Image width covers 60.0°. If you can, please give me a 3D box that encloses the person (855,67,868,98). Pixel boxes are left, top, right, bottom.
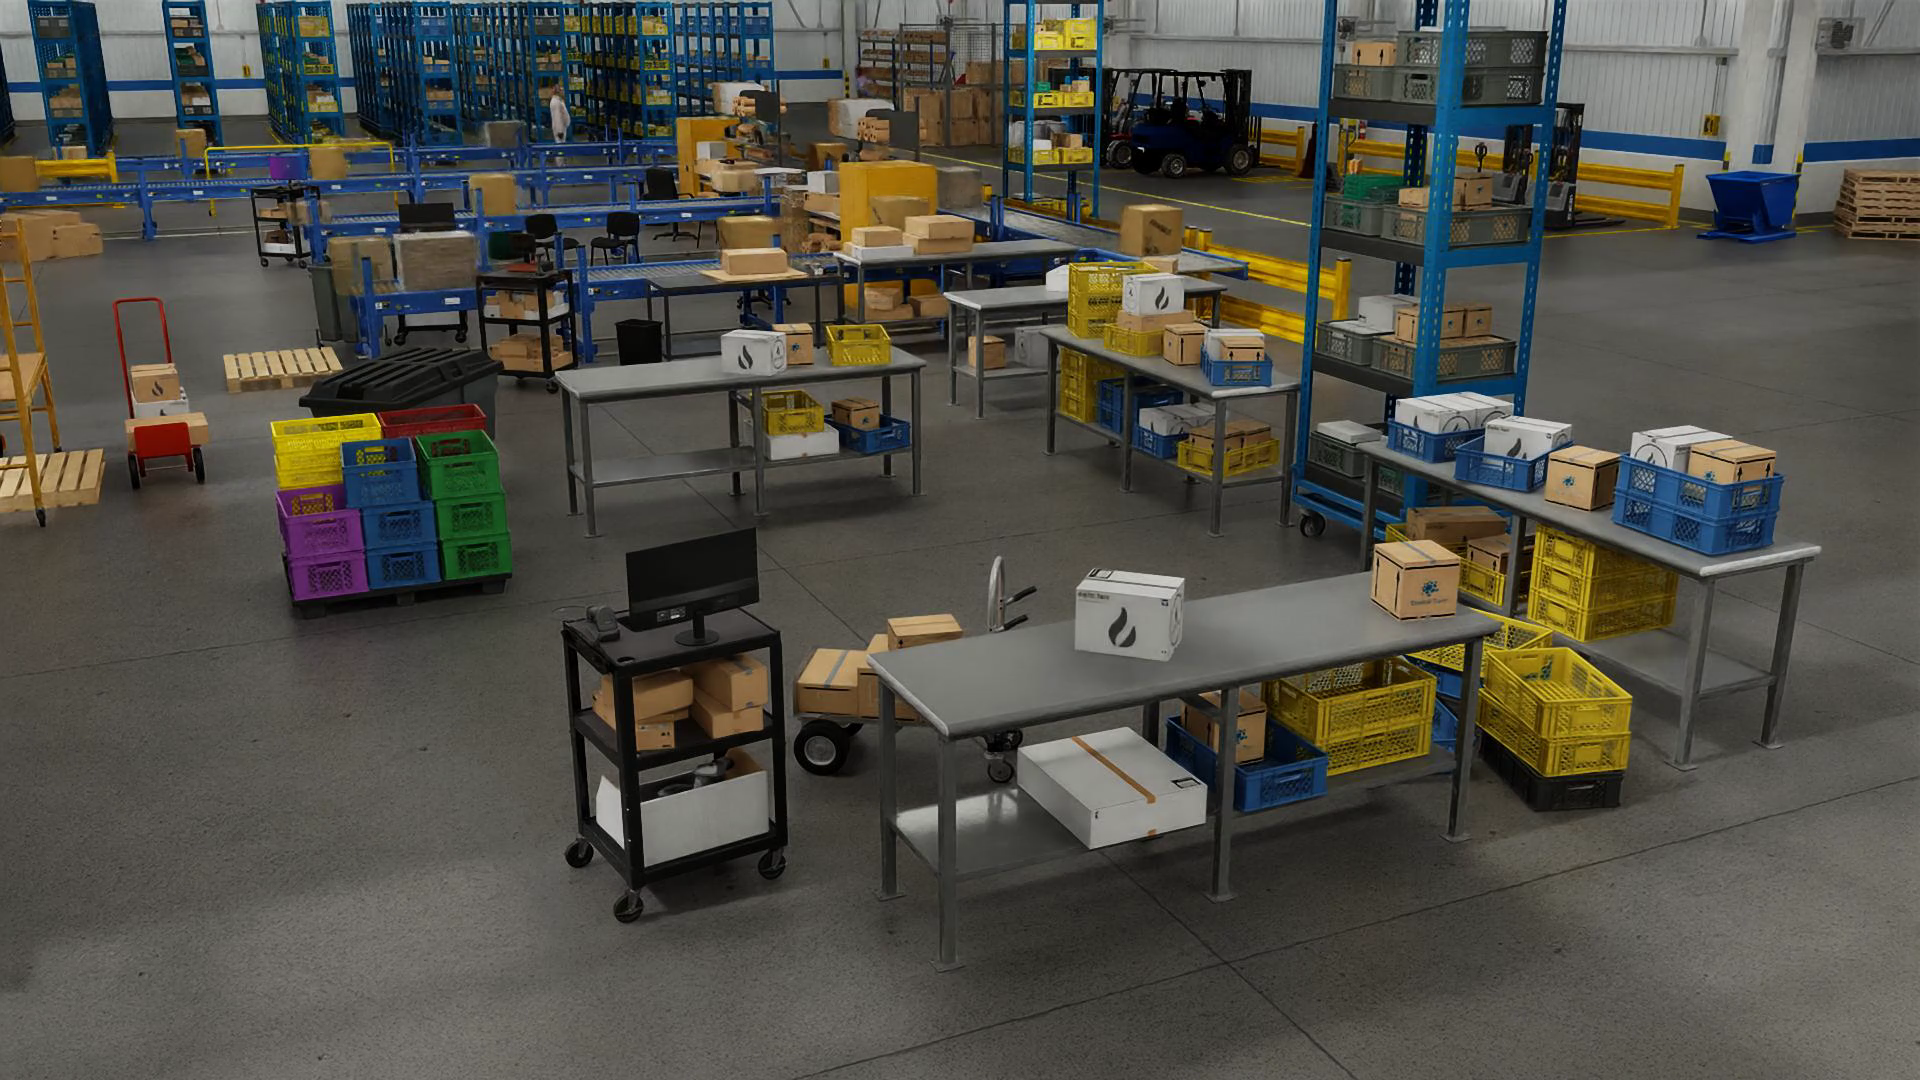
[{"bbox_3d":[-2.948,-13.356,50.170,0.916,1.809,0.564,-9,20,-26],"label":"person"}]

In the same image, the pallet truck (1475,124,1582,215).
[{"bbox_3d":[9.707,-6.455,28.103,1.885,1.965,0.823,-7,19,-20],"label":"pallet truck"}]

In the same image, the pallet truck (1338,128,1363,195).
[{"bbox_3d":[7.845,-7.140,31.411,1.522,1.261,0.704,-9,20,-25],"label":"pallet truck"}]

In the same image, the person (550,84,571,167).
[{"bbox_3d":[-8.504,-8.754,35.494,0.402,1.906,0.651,-3,18,-10],"label":"person"}]

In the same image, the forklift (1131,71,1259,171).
[{"bbox_3d":[4.998,-8.936,35.413,2.680,1.987,1.157,-9,20,-25],"label":"forklift"}]

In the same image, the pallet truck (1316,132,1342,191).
[{"bbox_3d":[7.723,-7.504,32.656,1.601,1.201,0.680,-8,19,-23],"label":"pallet truck"}]

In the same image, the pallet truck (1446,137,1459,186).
[{"bbox_3d":[9.184,-6.485,29.328,1.630,1.274,0.653,-8,19,-23],"label":"pallet truck"}]

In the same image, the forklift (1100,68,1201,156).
[{"bbox_3d":[4.082,-9.564,37.410,2.680,1.987,1.157,-8,19,-23],"label":"forklift"}]

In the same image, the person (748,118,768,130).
[{"bbox_3d":[-4.232,-8.517,34.887,0.431,1.816,0.610,3,18,10],"label":"person"}]

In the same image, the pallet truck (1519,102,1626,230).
[{"bbox_3d":[9.972,-6.037,26.785,1.885,1.965,0.823,-9,20,-25],"label":"pallet truck"}]
